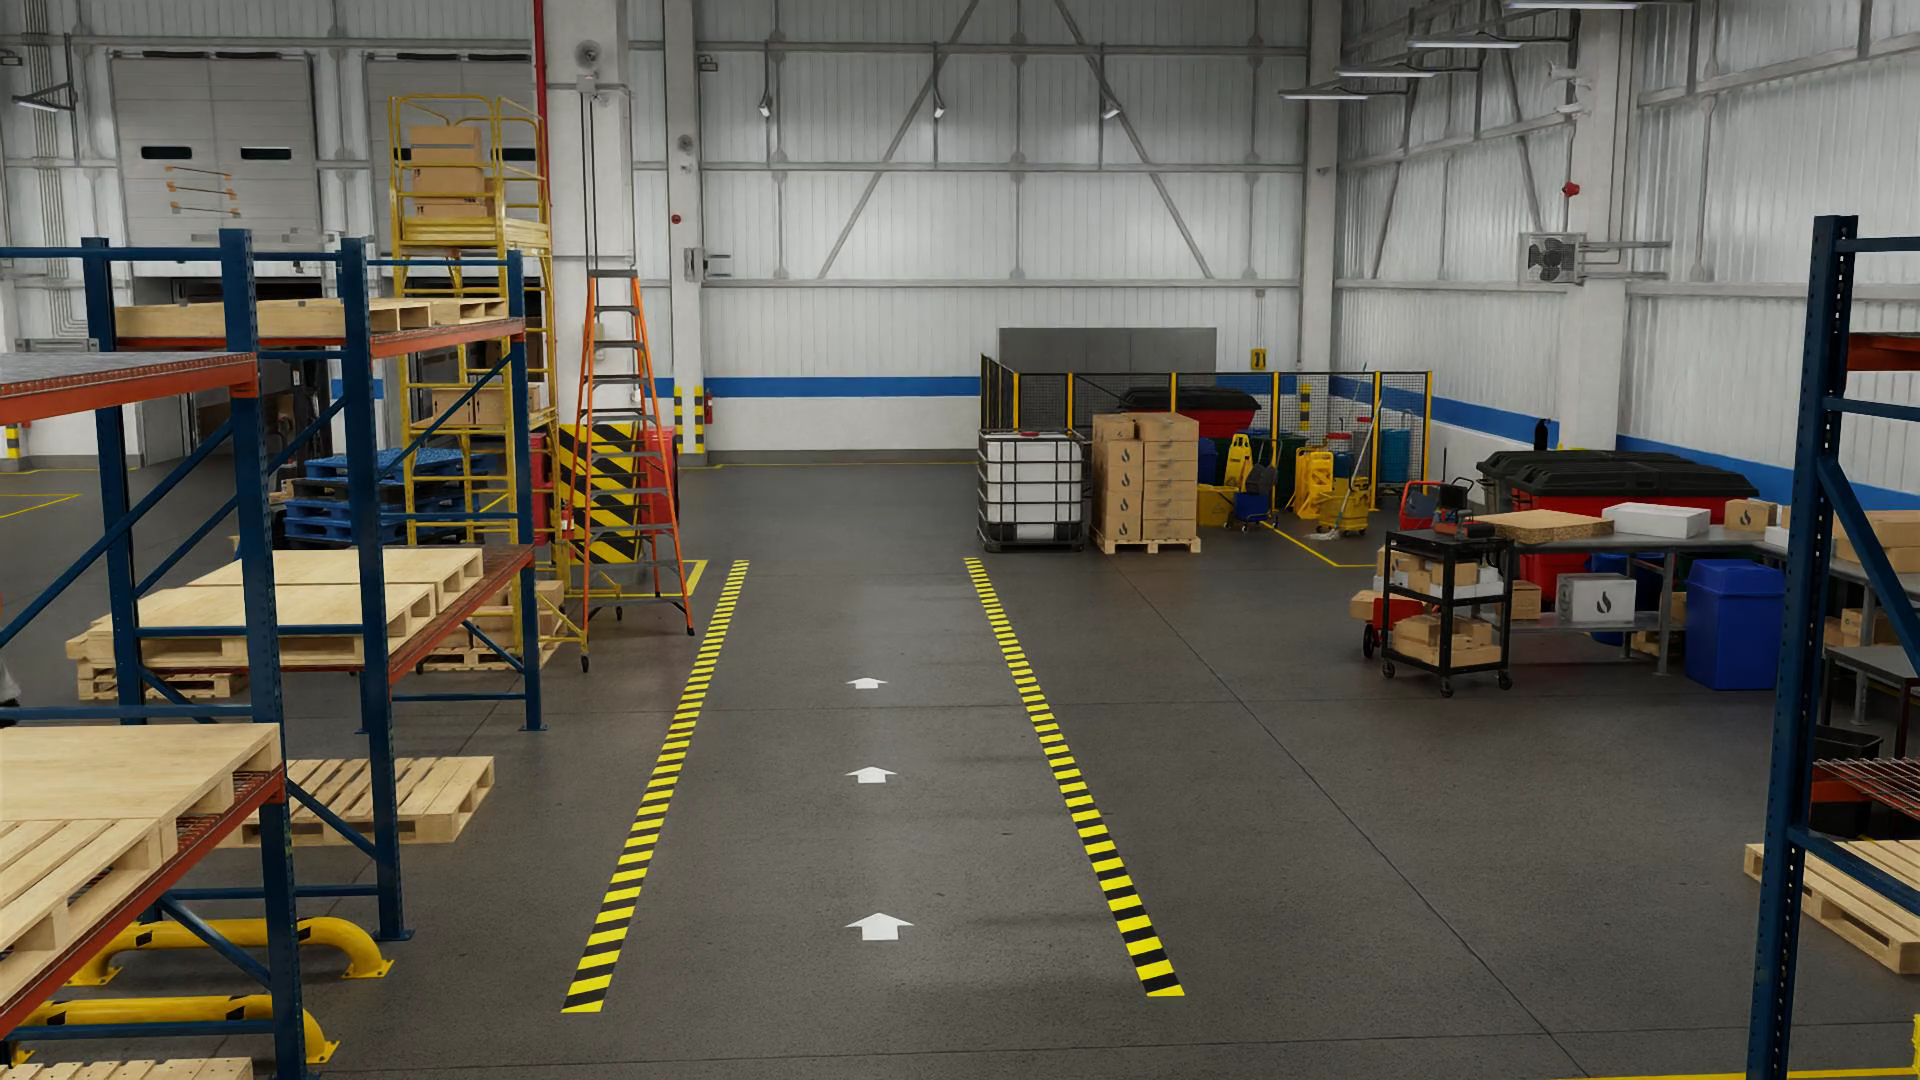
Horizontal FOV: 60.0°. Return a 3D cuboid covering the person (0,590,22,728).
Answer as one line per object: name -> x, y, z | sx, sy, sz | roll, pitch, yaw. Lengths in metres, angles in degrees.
person -> -5.227, 0.650, 8.770 | 0.365, 1.683, 0.557 | 1, 9, 5

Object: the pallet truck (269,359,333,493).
pallet truck -> -7.062, -1.131, 18.996 | 1.885, 1.965, 0.823 | 2, 9, 13
